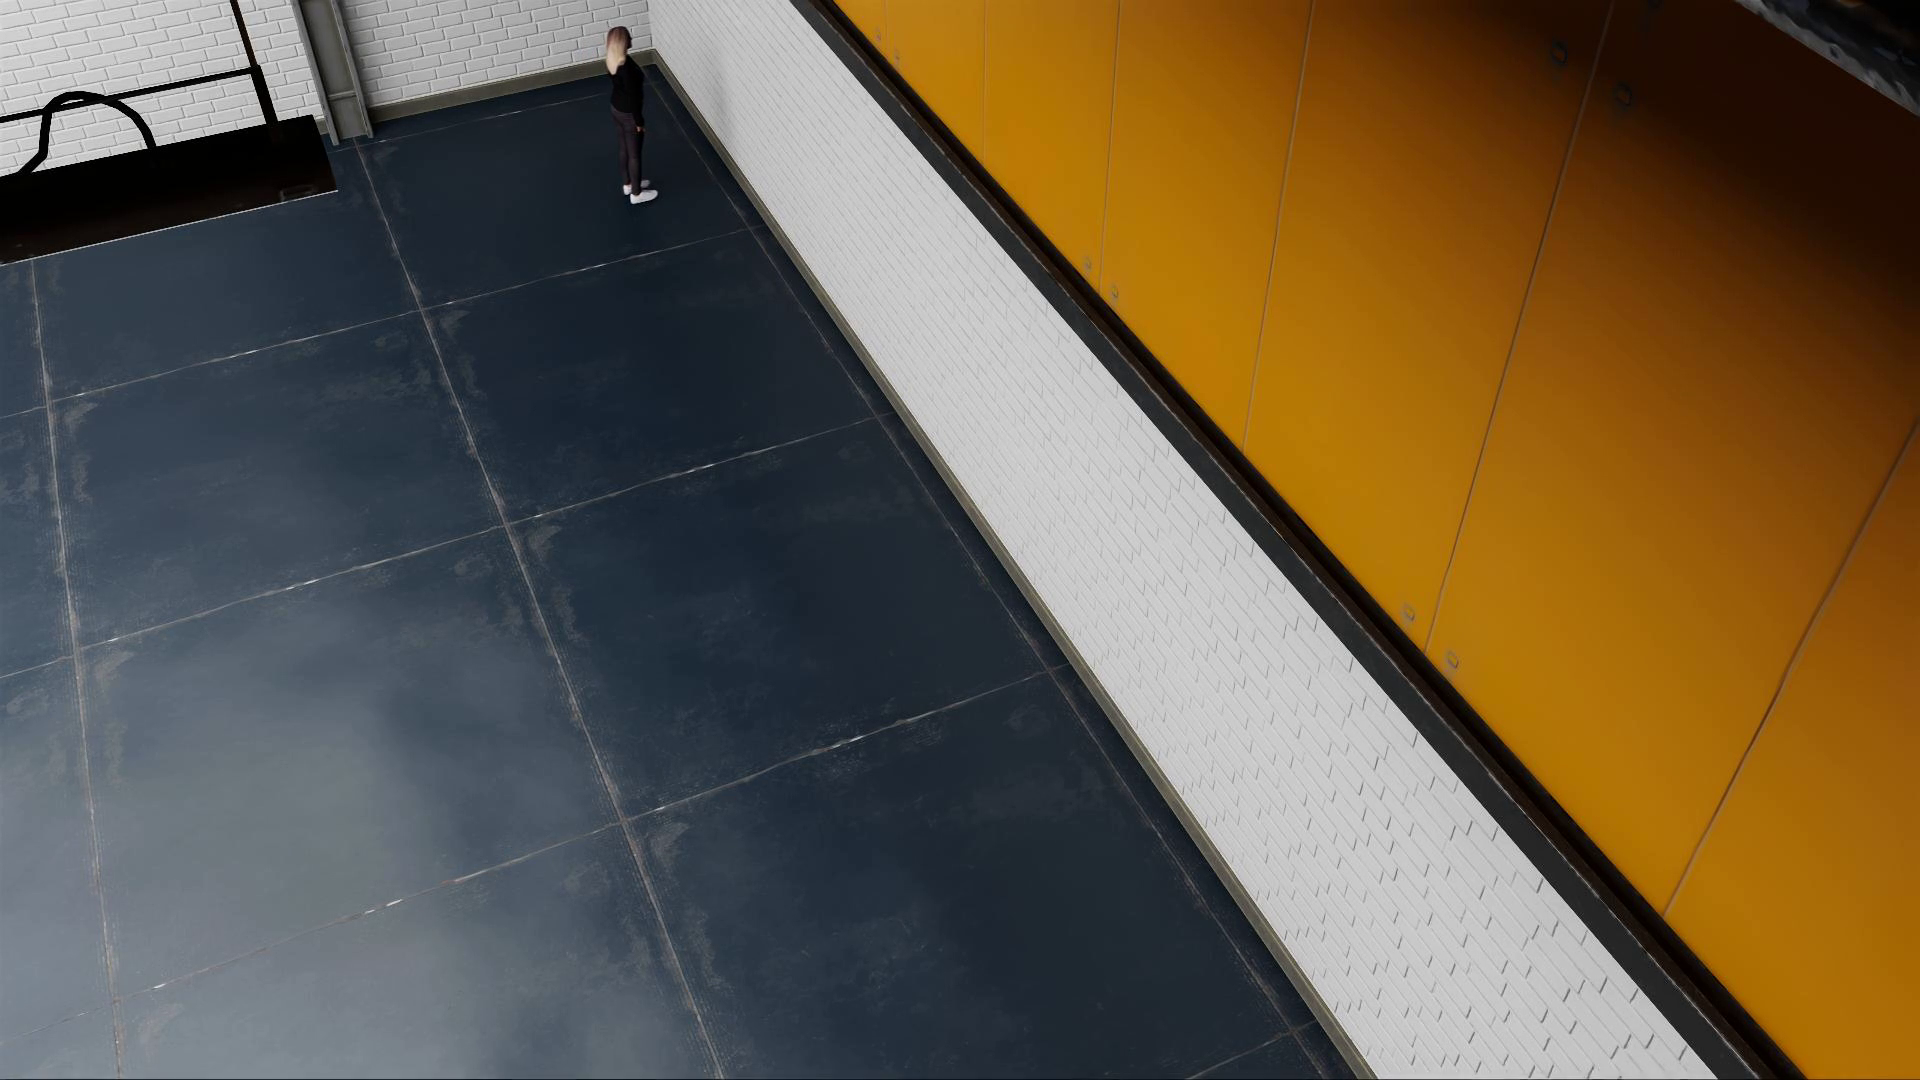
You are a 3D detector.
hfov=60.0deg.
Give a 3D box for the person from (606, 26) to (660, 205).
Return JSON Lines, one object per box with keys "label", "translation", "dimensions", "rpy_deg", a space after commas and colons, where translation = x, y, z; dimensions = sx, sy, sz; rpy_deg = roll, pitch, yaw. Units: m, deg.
{"label": "person", "translation": [-3.030, -3.857, 15.085], "dimensions": [0.584, 1.684, 0.626], "rpy_deg": [-25, 49, -24]}
